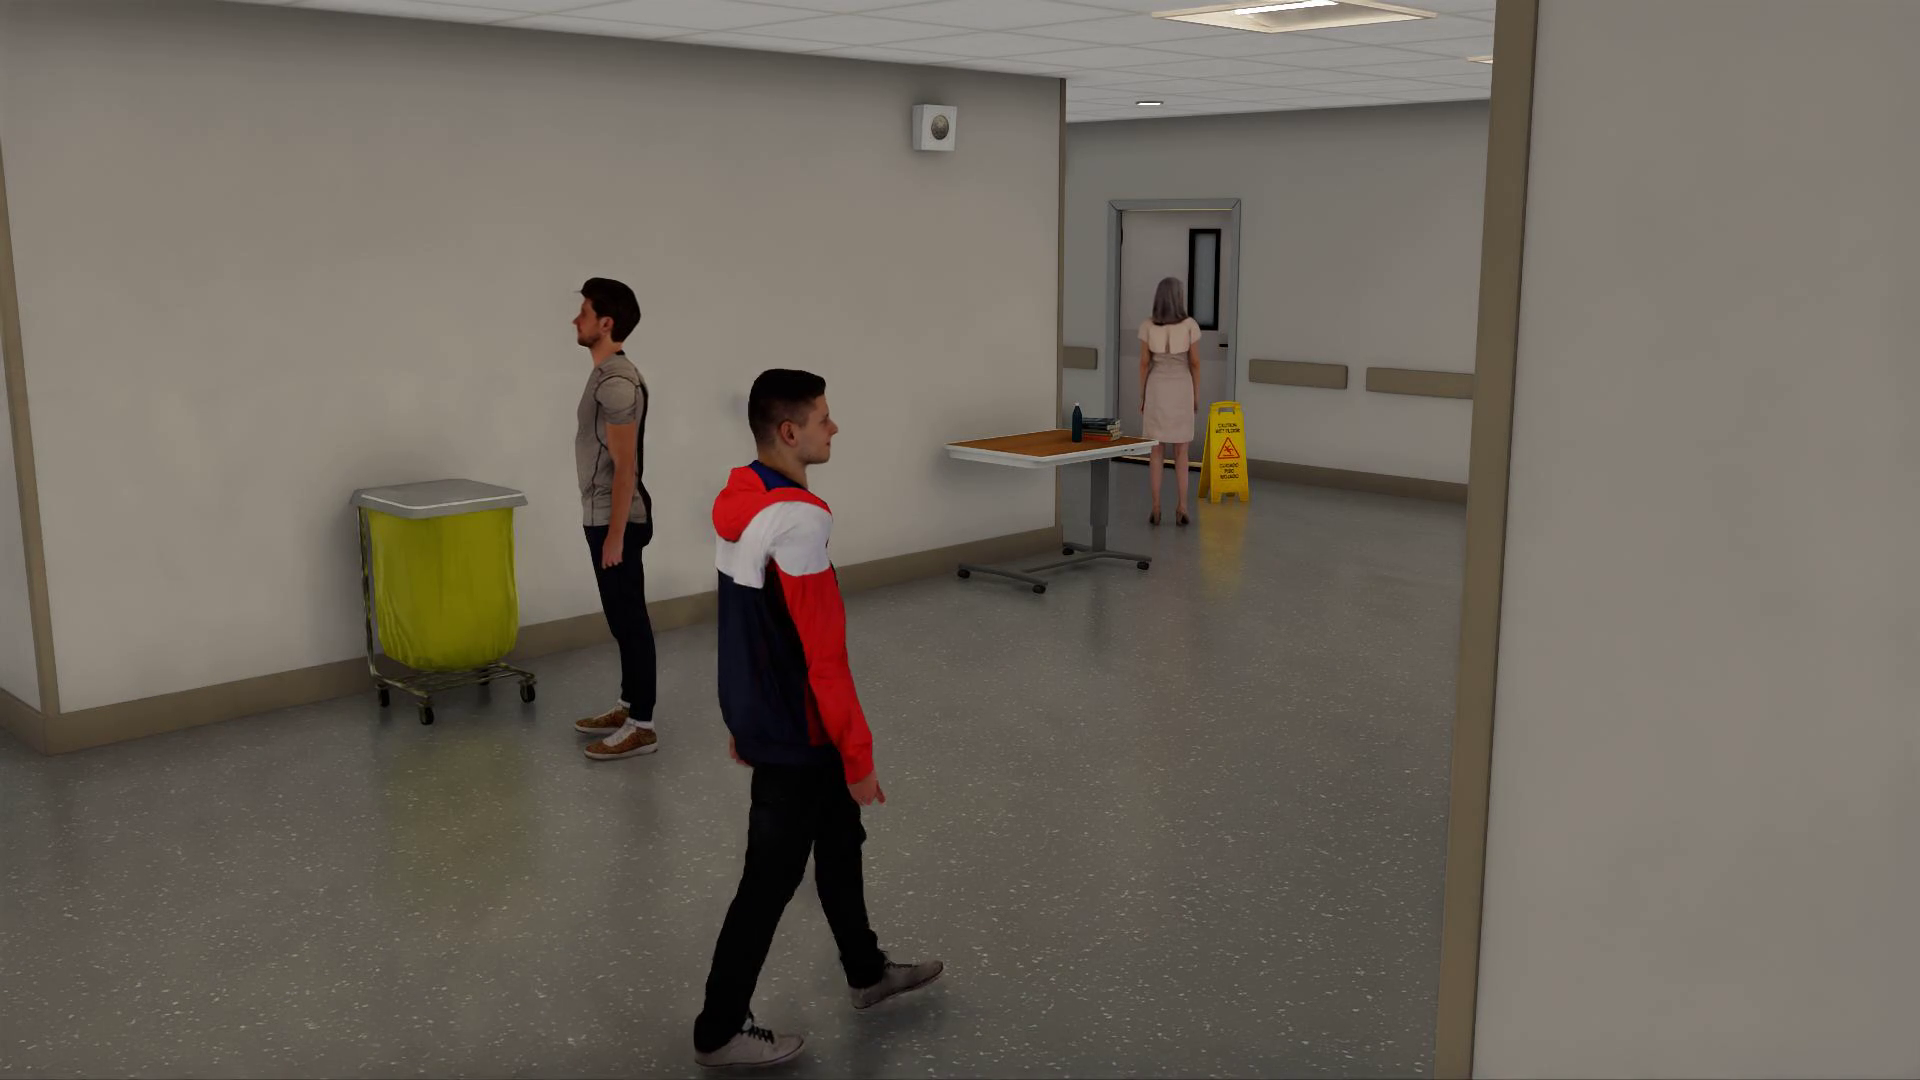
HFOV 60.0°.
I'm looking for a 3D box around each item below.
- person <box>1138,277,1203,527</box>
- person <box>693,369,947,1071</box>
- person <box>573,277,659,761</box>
[{"bbox_3d":[1.475,-0.973,11.692,0.662,1.737,0.753,2,11,11],"label":"person"},{"bbox_3d":[-0.513,0.476,4.080,0.937,1.729,1.004,-5,12,-23],"label":"person"},{"bbox_3d":[-1.363,-0.091,6.620,0.799,1.896,0.684,-3,11,-14],"label":"person"}]
